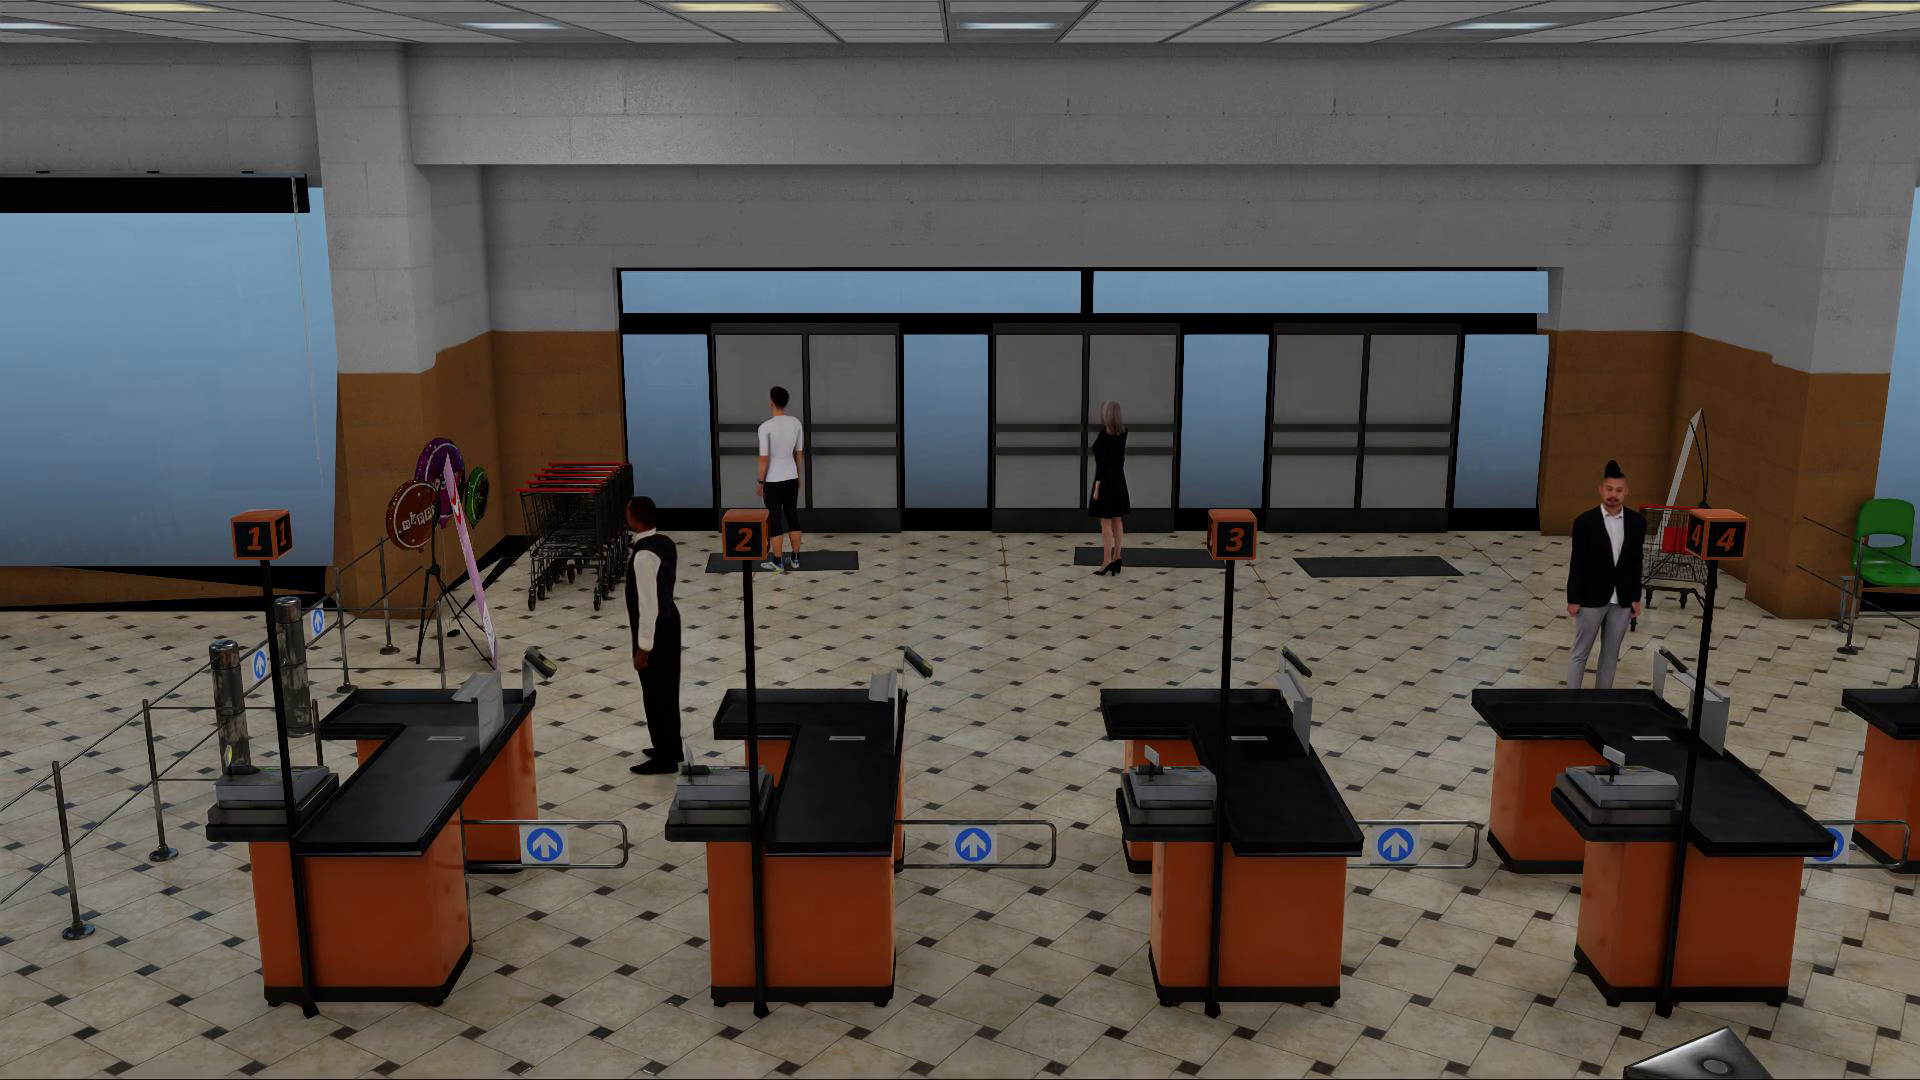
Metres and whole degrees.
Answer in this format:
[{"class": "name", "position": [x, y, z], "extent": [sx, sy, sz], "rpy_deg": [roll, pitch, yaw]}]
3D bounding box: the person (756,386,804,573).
[{"class": "person", "position": [-1.776, -0.612, 16.538], "extent": [0.754, 1.851, 0.790], "rpy_deg": [-11, 17, -38]}]

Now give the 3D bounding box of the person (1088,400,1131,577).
[{"class": "person", "position": [1.465, -0.519, 16.377], "extent": [0.764, 1.746, 0.693], "rpy_deg": [12, 18, 40]}]

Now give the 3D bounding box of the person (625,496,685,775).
[{"class": "person", "position": [-2.056, 0.634, 11.259], "extent": [0.774, 1.917, 0.562], "rpy_deg": [2, 14, 7]}]

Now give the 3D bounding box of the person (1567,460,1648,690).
[{"class": "person", "position": [4.742, 0.373, 12.250], "extent": [0.701, 1.958, 0.558], "rpy_deg": [0, 14, -1]}]
